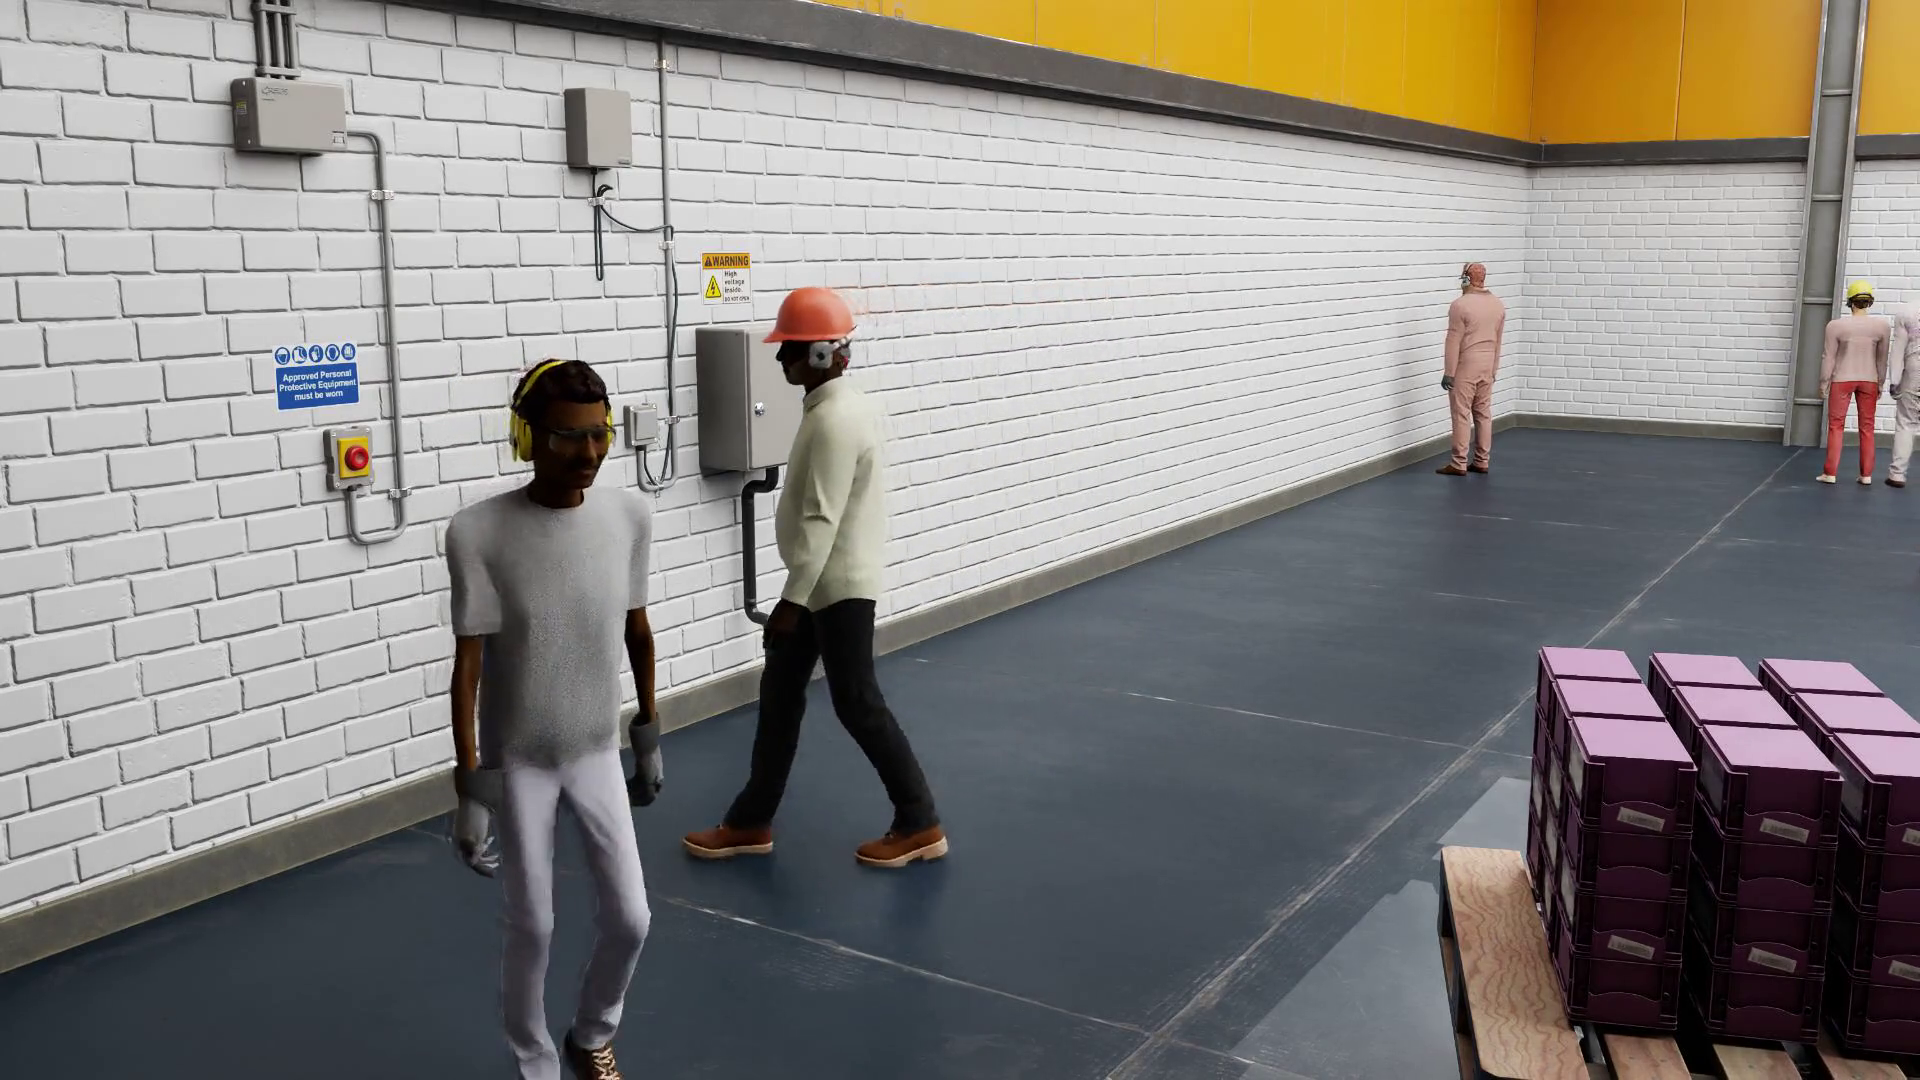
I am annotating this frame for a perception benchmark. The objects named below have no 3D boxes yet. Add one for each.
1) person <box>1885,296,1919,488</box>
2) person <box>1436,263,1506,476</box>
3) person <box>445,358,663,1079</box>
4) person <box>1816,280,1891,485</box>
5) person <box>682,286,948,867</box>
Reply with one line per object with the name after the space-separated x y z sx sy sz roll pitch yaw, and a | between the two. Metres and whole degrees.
8.175 -1.365 14.015 0.661 1.900 0.444 4 11 22 | person
4.570 -1.527 14.932 0.641 1.903 0.402 -6 12 -32 | person
-0.914 0.509 3.796 0.571 1.846 0.412 -7 12 -34 | person
7.703 -1.352 14.355 0.522 1.758 0.349 2 10 12 | person
-0.463 0.143 5.521 0.800 1.971 0.614 -2 10 -12 | person
